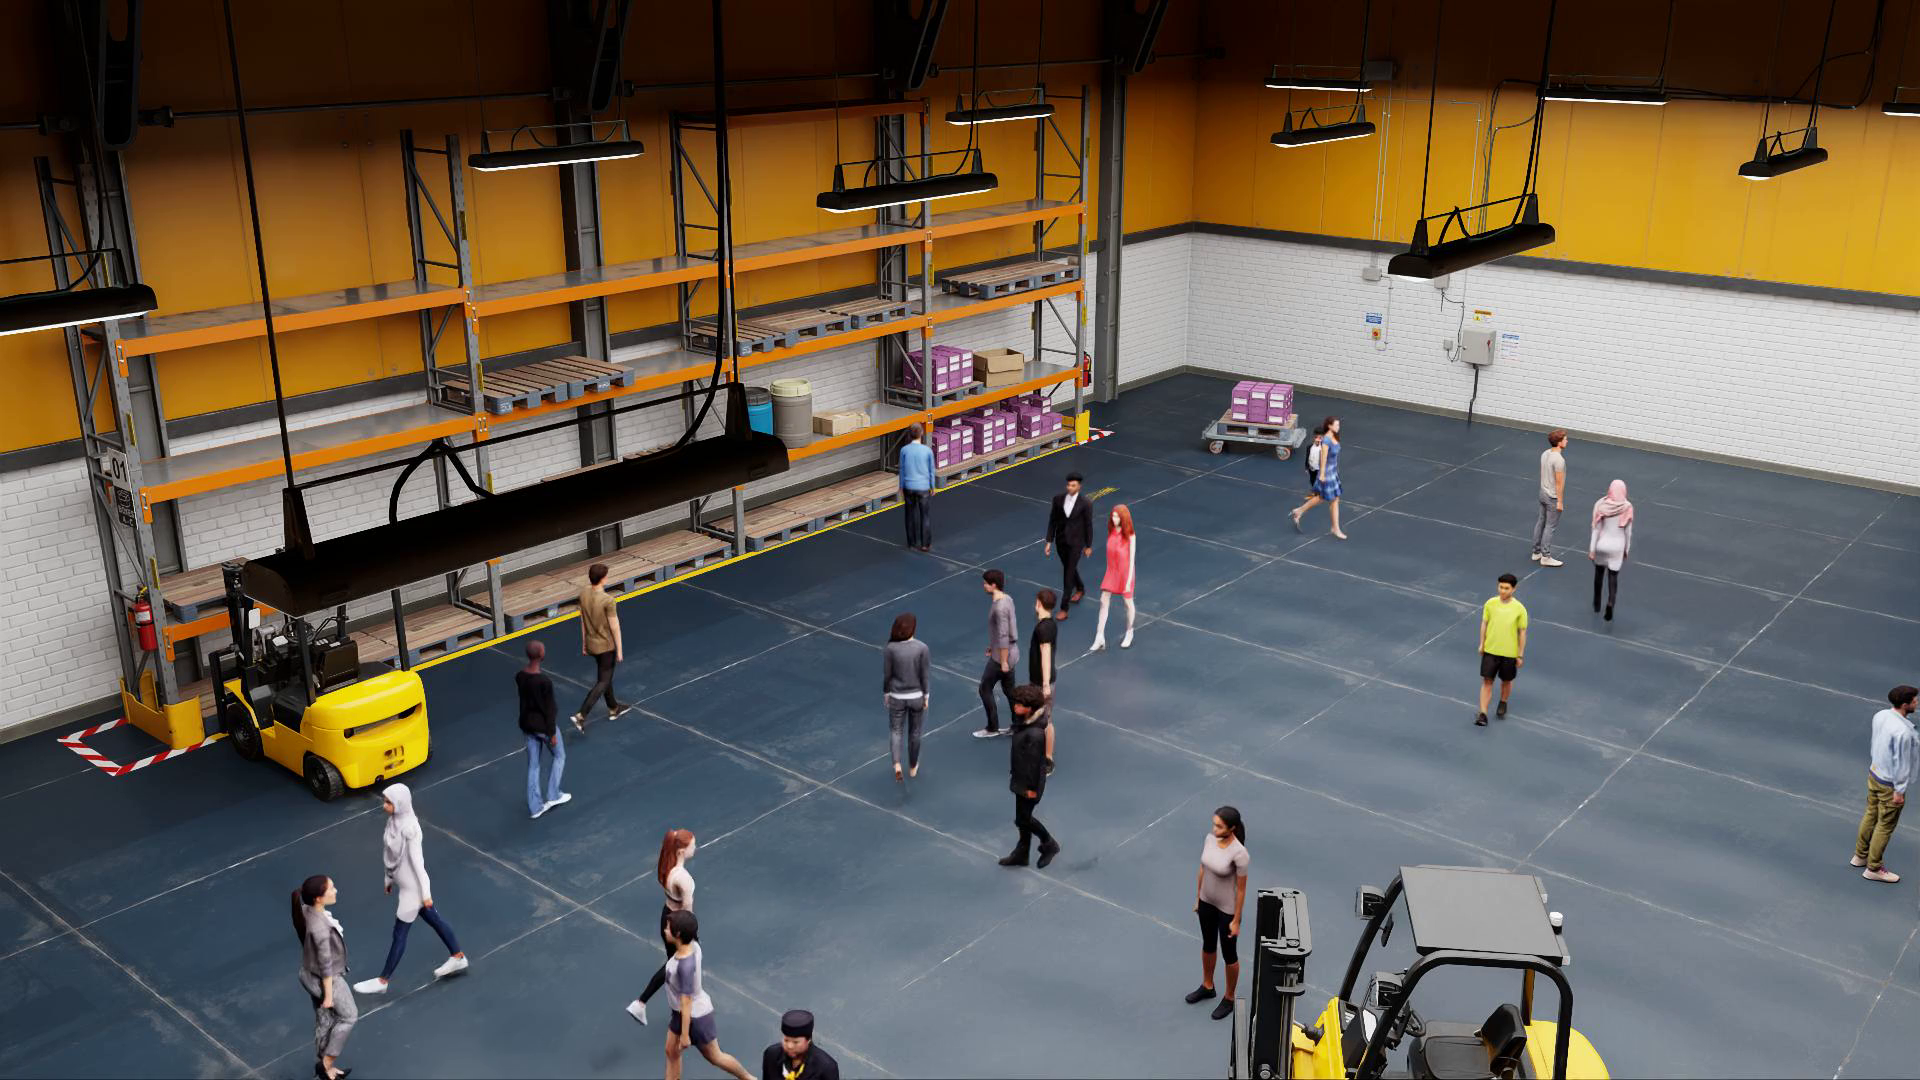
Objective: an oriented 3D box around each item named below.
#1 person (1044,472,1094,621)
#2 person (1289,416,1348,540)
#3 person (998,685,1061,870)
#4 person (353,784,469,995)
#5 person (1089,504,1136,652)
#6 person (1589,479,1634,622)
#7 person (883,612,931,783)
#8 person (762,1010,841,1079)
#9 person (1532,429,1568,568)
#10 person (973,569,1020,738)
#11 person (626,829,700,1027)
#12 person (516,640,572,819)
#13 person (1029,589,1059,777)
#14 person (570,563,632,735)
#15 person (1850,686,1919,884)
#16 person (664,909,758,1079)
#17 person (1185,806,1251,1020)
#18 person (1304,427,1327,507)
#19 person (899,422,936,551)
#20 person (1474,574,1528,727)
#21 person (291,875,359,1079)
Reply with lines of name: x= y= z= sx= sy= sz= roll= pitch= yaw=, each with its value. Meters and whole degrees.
person: x=1.427 y=0.020 z=20.944 sx=0.827 sy=1.839 sz=1.261 roll=11 pitch=22 yaw=31
person: x=5.181 y=-0.896 z=23.762 sx=0.935 sy=1.778 sz=1.109 roll=7 pitch=20 yaw=20
person: x=0.675 y=2.121 z=14.822 sx=0.933 sy=1.765 sz=0.858 roll=-4 pitch=19 yaw=-13
person: x=-4.228 y=2.723 z=13.091 sx=1.199 sy=1.729 sz=0.870 roll=-11 pitch=22 yaw=-30
person: x=1.969 y=0.435 z=19.770 sx=0.609 sy=1.802 sz=0.890 roll=14 pitch=23 yaw=37
person: x=8.075 y=0.150 z=20.648 sx=0.915 sy=1.781 sz=1.168 roll=5 pitch=19 yaw=15
person: x=-0.523 y=1.589 z=16.424 sx=0.910 sy=1.751 sz=0.994 roll=0 pitch=19 yaw=1
person: x=-0.957 y=3.657 z=10.426 sx=0.867 sy=1.659 sz=1.004 roll=7 pitch=20 yaw=20
person: x=8.058 y=-0.596 z=22.681 sx=0.782 sy=1.899 sz=0.741 roll=-3 pitch=19 yaw=-9
person: x=0.548 y=1.214 z=17.422 sx=0.927 sy=1.824 sz=0.846 roll=3 pitch=19 yaw=10
person: x=-2.187 y=2.954 z=12.407 sx=0.975 sy=1.727 sz=0.767 roll=-12 pitch=22 yaw=-33
person: x=-4.042 y=1.823 z=15.763 sx=0.693 sy=1.729 sz=0.776 roll=9 pitch=21 yaw=25
person: x=0.859 y=1.435 z=16.776 sx=0.953 sy=1.817 sz=0.804 roll=-2 pitch=19 yaw=-7
person: x=-3.858 y=1.164 z=17.572 sx=0.743 sy=1.824 sz=1.181 roll=12 pitch=22 yaw=31
person: x=8.213 y=2.129 z=14.725 sx=0.821 sy=1.812 sz=0.721 roll=1 pitch=19 yaw=4
person: x=-1.809 y=3.313 z=11.658 sx=1.136 sy=1.525 sz=1.022 roll=-4 pitch=19 yaw=-13
person: x=2.009 y=2.819 z=12.777 sx=0.610 sy=1.747 sz=0.649 roll=-14 pitch=23 yaw=-35
person: x=5.456 y=-1.153 z=25.416 sx=0.506 sy=1.207 sz=0.613 roll=16 pitch=25 yaw=40
person: x=-0.610 y=-0.753 z=23.273 sx=0.788 sy=1.817 sz=0.816 roll=2 pitch=19 yaw=6
person: x=5.835 y=1.156 z=17.848 sx=0.771 sy=1.663 sz=1.101 roll=10 pitch=21 yaw=27
person: x=-4.618 y=3.174 z=11.853 sx=0.666 sy=1.664 sz=0.654 roll=-15 pitch=24 yaw=-37
